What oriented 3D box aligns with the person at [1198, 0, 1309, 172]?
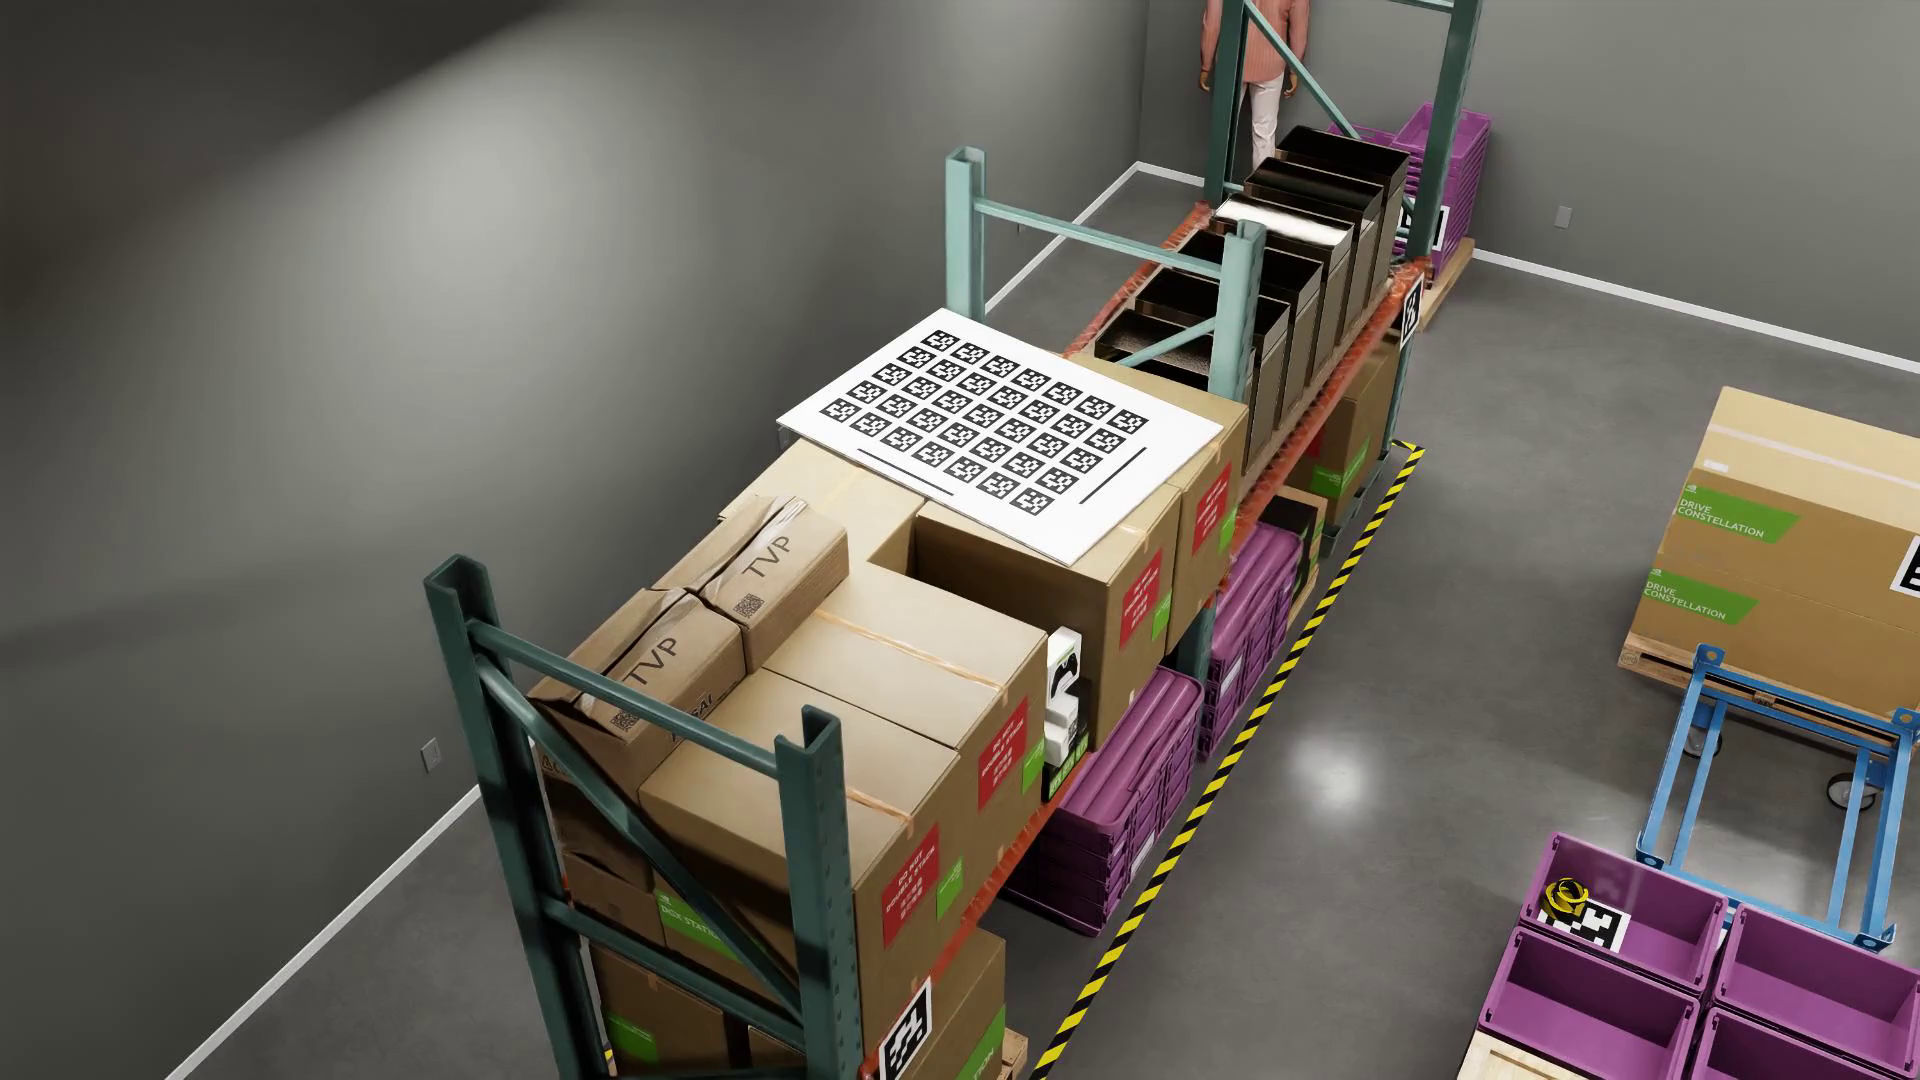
[{"bbox_3d":[1.737,-2.845,9.944,0.623,1.992,0.392,4,40,5],"label":"person"}]
